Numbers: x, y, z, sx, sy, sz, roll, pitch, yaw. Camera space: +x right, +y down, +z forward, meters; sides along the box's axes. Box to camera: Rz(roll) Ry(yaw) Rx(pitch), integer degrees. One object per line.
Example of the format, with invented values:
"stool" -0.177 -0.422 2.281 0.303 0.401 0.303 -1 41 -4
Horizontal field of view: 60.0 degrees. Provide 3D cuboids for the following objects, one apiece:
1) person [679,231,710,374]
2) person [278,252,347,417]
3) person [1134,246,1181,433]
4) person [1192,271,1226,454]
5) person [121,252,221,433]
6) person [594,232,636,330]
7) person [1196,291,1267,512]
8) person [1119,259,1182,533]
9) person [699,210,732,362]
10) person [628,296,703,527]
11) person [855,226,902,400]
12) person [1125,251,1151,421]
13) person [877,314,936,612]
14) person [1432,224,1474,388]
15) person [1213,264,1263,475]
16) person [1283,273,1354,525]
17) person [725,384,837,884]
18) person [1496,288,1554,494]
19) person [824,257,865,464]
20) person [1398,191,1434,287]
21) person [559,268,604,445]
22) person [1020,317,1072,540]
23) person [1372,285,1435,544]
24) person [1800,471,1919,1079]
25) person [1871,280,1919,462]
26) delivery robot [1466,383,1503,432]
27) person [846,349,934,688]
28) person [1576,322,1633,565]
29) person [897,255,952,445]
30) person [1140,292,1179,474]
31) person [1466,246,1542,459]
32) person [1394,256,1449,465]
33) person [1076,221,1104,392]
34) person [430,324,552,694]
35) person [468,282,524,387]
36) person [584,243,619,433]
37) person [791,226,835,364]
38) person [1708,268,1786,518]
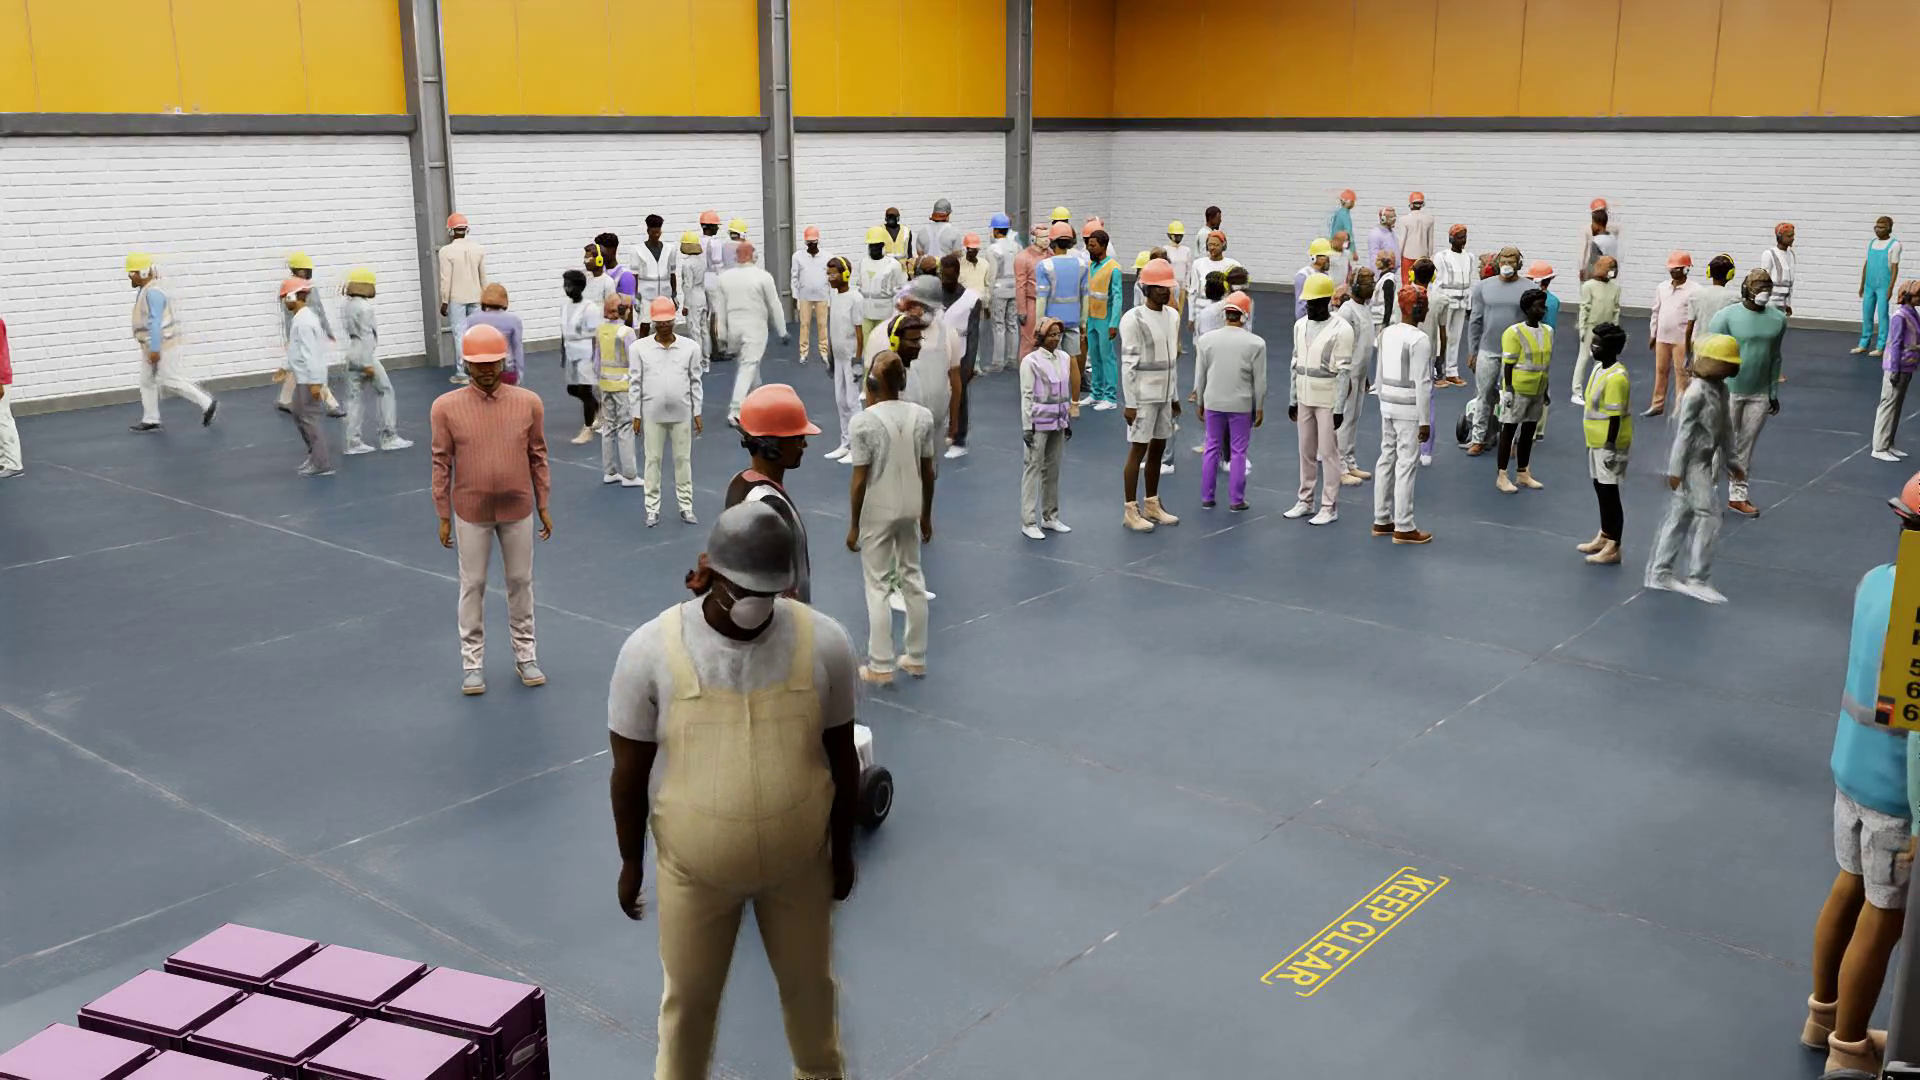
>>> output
"person" -3.269 -2.898 20.358 0.294 1.744 0.485 4 15 15
"person" -6.840 -2.142 17.385 0.901 1.723 0.535 2 14 7
"person" 1.952 -1.966 16.426 0.507 1.846 0.345 9 17 33
"person" 2.363 -1.639 15.417 0.322 1.697 0.531 10 17 36
"person" -7.880 -1.964 16.528 0.806 1.798 0.609 -10 17 -36
"person" -3.522 -2.152 16.949 0.373 1.958 0.603 -13 19 -41
"person" 2.144 -1.088 13.139 0.573 1.738 0.355 6 15 24
"person" 1.460 -1.084 12.501 0.372 2.042 0.615 13 19 43
"person" -3.214 -3.273 21.466 0.552 1.934 0.355 12 18 40
"person" -2.228 -0.976 12.654 0.563 1.752 0.328 -4 15 -17
"person" -0.914 -2.483 18.327 0.585 1.927 0.366 8 16 28
"person" 1.882 -2.030 16.850 0.305 1.767 0.524 -3 14 -10
"person" -0.346 -0.487 10.473 0.316 1.867 0.532 5 15 19
"person" 5.738 -2.722 19.372 0.575 1.883 0.355 -7 16 -27
"person" 2.409 -1.466 14.434 0.543 1.843 0.398 -11 17 -36
"person" 2.730 -1.077 12.730 0.397 1.920 0.586 -9 17 -31
"person" -0.724 0.396 6.587 0.376 2.043 0.609 -5 15 -20
"person" 4.708 -1.241 13.831 0.532 1.696 0.319 -8 16 -28
"person" -1.045 -1.626 15.053 0.341 1.857 0.521 -10 17 -34
"person" 7.091 -4.442 26.016 0.622 1.992 0.394 -4 14 -14
"person" -3.572 -1.776 15.997 0.548 1.678 0.587 11 18 37
"person" 0.639 -0.834 12.321 0.307 1.639 0.525 13 19 41
"person" 3.253 -0.915 12.152 0.356 1.882 0.574 -5 15 -19
"person" 2.939 0.755 5.183 0.398 2.038 0.607 3 14 11
"person" 8.564 -1.542 15.150 0.307 1.639 0.525 12 19 40
"delivery robot" 5.157 -1.278 16.103 0.477 0.478 0.707 9 16 31
"person" -0.375 -0.115 9.030 0.515 1.844 0.328 -8 16 -30
"person" 4.503 -0.675 11.602 0.324 1.690 0.546 2 14 9
"person" -0.331 -1.770 15.689 0.429 1.829 0.638 8 16 30
"person" 1.752 -1.394 14.569 0.280 1.633 0.502 -3 14 -10
"person" 4.966 -1.716 15.238 0.632 1.940 0.372 6 15 22
"person" 4.086 -1.591 14.878 0.516 1.872 0.327 -1 14 -2
"person" 1.492 -2.668 19.043 0.376 1.936 0.549 1 14 3
"person" -2.495 -0.165 8.923 0.617 1.993 0.396 -6 15 -24
"person" -4.278 -1.567 15.355 0.507 1.605 0.734 -2 14 -9
"person" -3.569 -2.005 16.528 0.326 1.874 0.518 -8 16 -30
"person" -1.873 -3.129 21.260 0.574 1.749 0.333 -2 14 -6
"person" 6.075 -1.134 12.910 0.627 1.940 0.370 -2 14 -9
